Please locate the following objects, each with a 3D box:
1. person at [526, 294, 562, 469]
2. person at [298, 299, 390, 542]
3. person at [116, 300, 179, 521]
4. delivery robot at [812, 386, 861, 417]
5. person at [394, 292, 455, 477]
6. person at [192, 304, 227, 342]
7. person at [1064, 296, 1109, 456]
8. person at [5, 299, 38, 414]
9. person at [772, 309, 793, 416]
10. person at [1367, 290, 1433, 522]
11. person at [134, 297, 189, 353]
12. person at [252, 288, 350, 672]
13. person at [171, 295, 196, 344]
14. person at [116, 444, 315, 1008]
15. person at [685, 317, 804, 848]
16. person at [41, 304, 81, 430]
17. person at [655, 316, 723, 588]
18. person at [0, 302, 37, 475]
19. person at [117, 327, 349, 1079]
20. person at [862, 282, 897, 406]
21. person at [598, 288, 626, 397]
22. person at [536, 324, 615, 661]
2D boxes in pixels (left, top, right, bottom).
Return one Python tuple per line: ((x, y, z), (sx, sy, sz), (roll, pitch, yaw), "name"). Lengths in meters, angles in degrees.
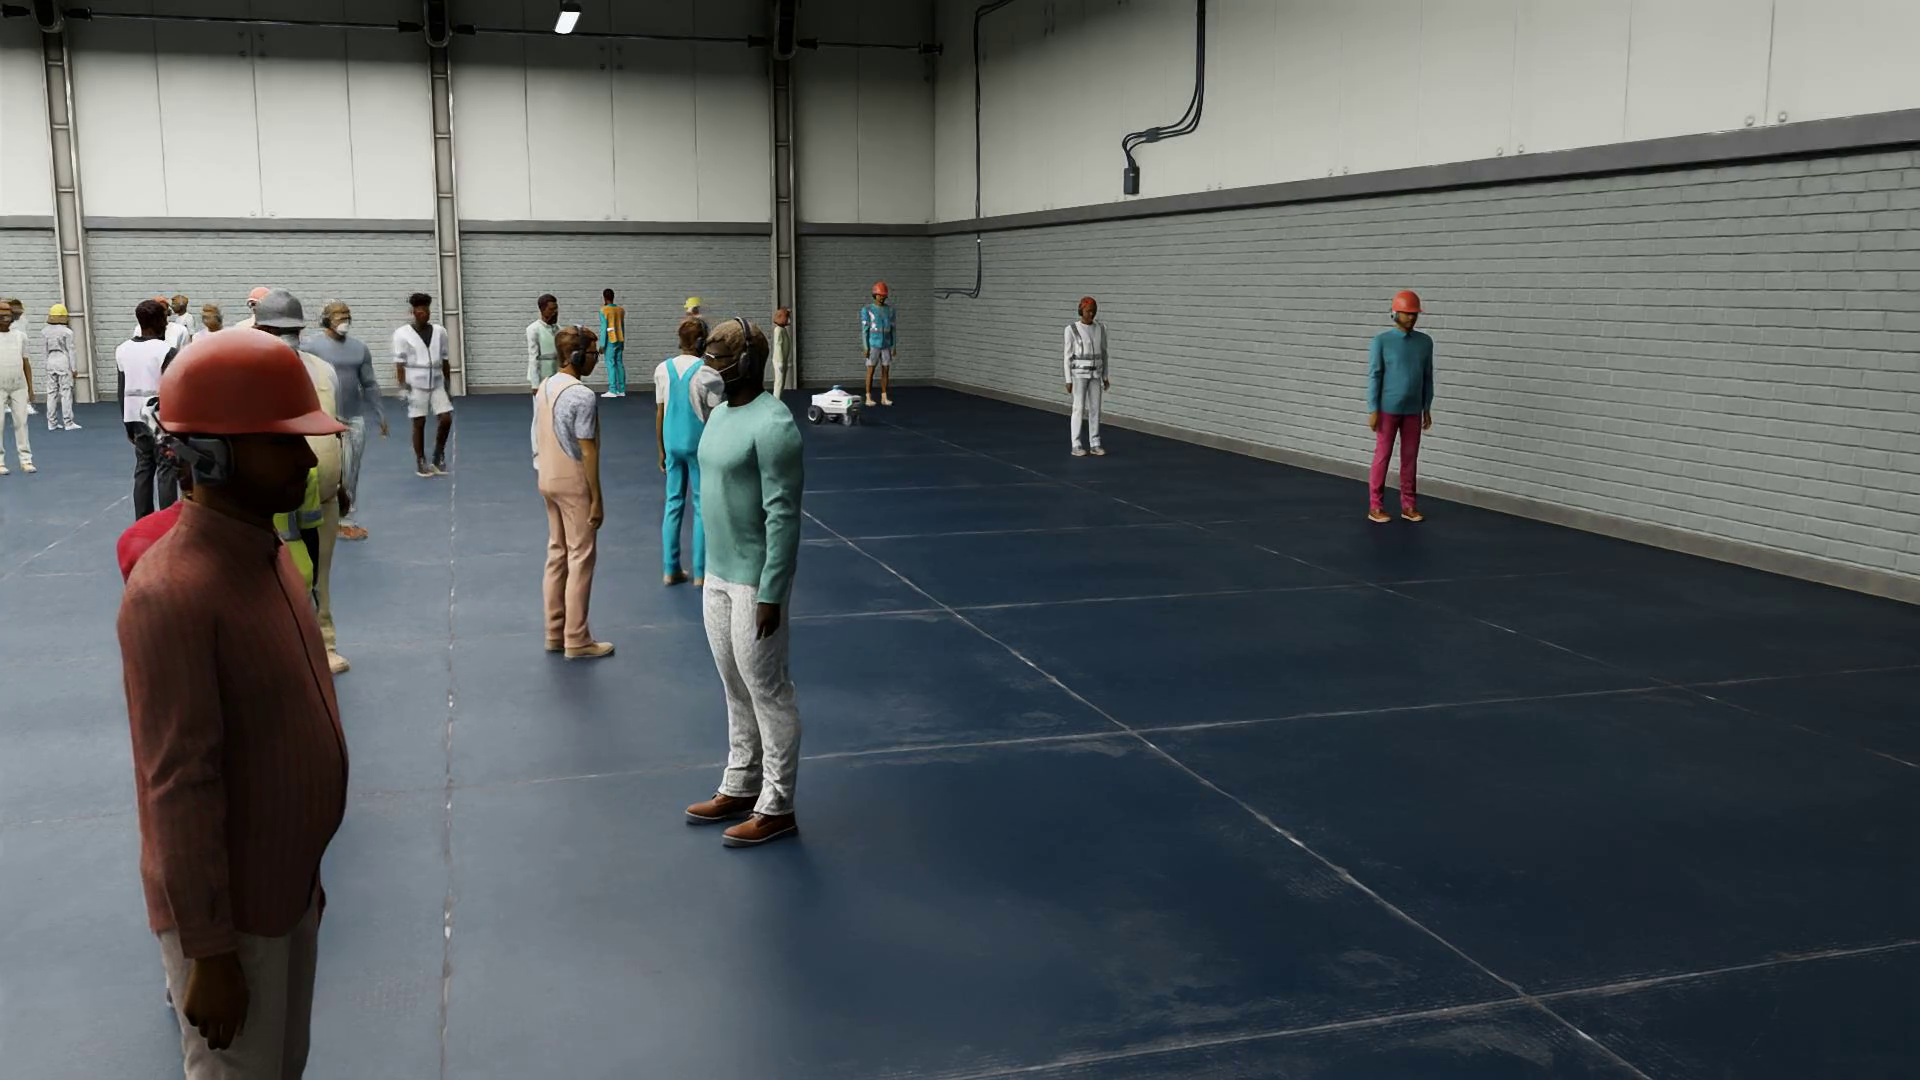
((-4.538, -1.734, 18.263), (0.393, 1.919, 0.590), (3, 9, 18), "person")
((-4.855, -0.947, 13.234), (0.606, 1.913, 0.666), (5, 10, 31), "person")
((-6.278, -0.904, 12.962), (0.600, 1.917, 0.377), (3, 10, 21), "person")
((-1.761, -1.965, 23.771), (0.707, 0.478, 0.477), (6, 11, 33), "delivery robot")
((-5.590, -1.617, 17.433), (0.623, 1.940, 0.536), (-8, 12, -41), "person")
((-8.294, -1.726, 18.586), (0.513, 1.792, 0.980), (-1, 9, -6), "person")
((1.493, -1.923, 19.608), (0.584, 1.878, 0.369), (-5, 10, -29), "person")
((-14.702, -2.840, 25.760), (1.007, 1.799, 0.533), (6, 11, 32), "person")
((-2.675, -2.657, 25.051), (0.283, 1.634, 0.498), (0, 9, 3), "person")
((3.767, -1.131, 14.220), (0.618, 1.987, 0.405), (-3, 9, -16), "person")
((-8.955, -1.790, 18.726), (0.584, 1.882, 0.347), (-7, 11, -37), "person")
((-3.465, -0.284, 8.622), (0.536, 2.000, 0.688), (7, 12, 39), "person")
((-11.741, -2.789, 25.221), (0.511, 1.844, 0.328), (9, 12, 44), "person")
((-2.068, 0.486, 4.666), (0.575, 1.740, 0.348), (5, 10, 27), "person")
((-0.794, 0.154, 6.154), (0.373, 1.940, 0.630), (-6, 11, -32), "person")
((-12.451, -2.391, 23.040), (0.486, 1.736, 0.318), (2, 9, 10), "person")
((-1.806, -0.585, 11.213), (0.518, 1.835, 0.350), (3, 9, 18), "person")
((-10.168, -1.612, 17.747), (0.338, 1.838, 0.506), (8, 12, 40), "person")
((-1.260, 0.621, 2.990), (0.396, 1.992, 0.622), (-1, 9, -8), "person")
((-1.307, -3.200, 27.275), (0.604, 2.033, 0.418), (-5, 10, -28), "person")
((-6.148, -3.484, 29.436), (0.391, 1.915, 0.590), (5, 10, 30), "person")
((-2.111, -0.253, 9.087), (0.353, 1.835, 0.518), (-9, 12, -43), "person")
